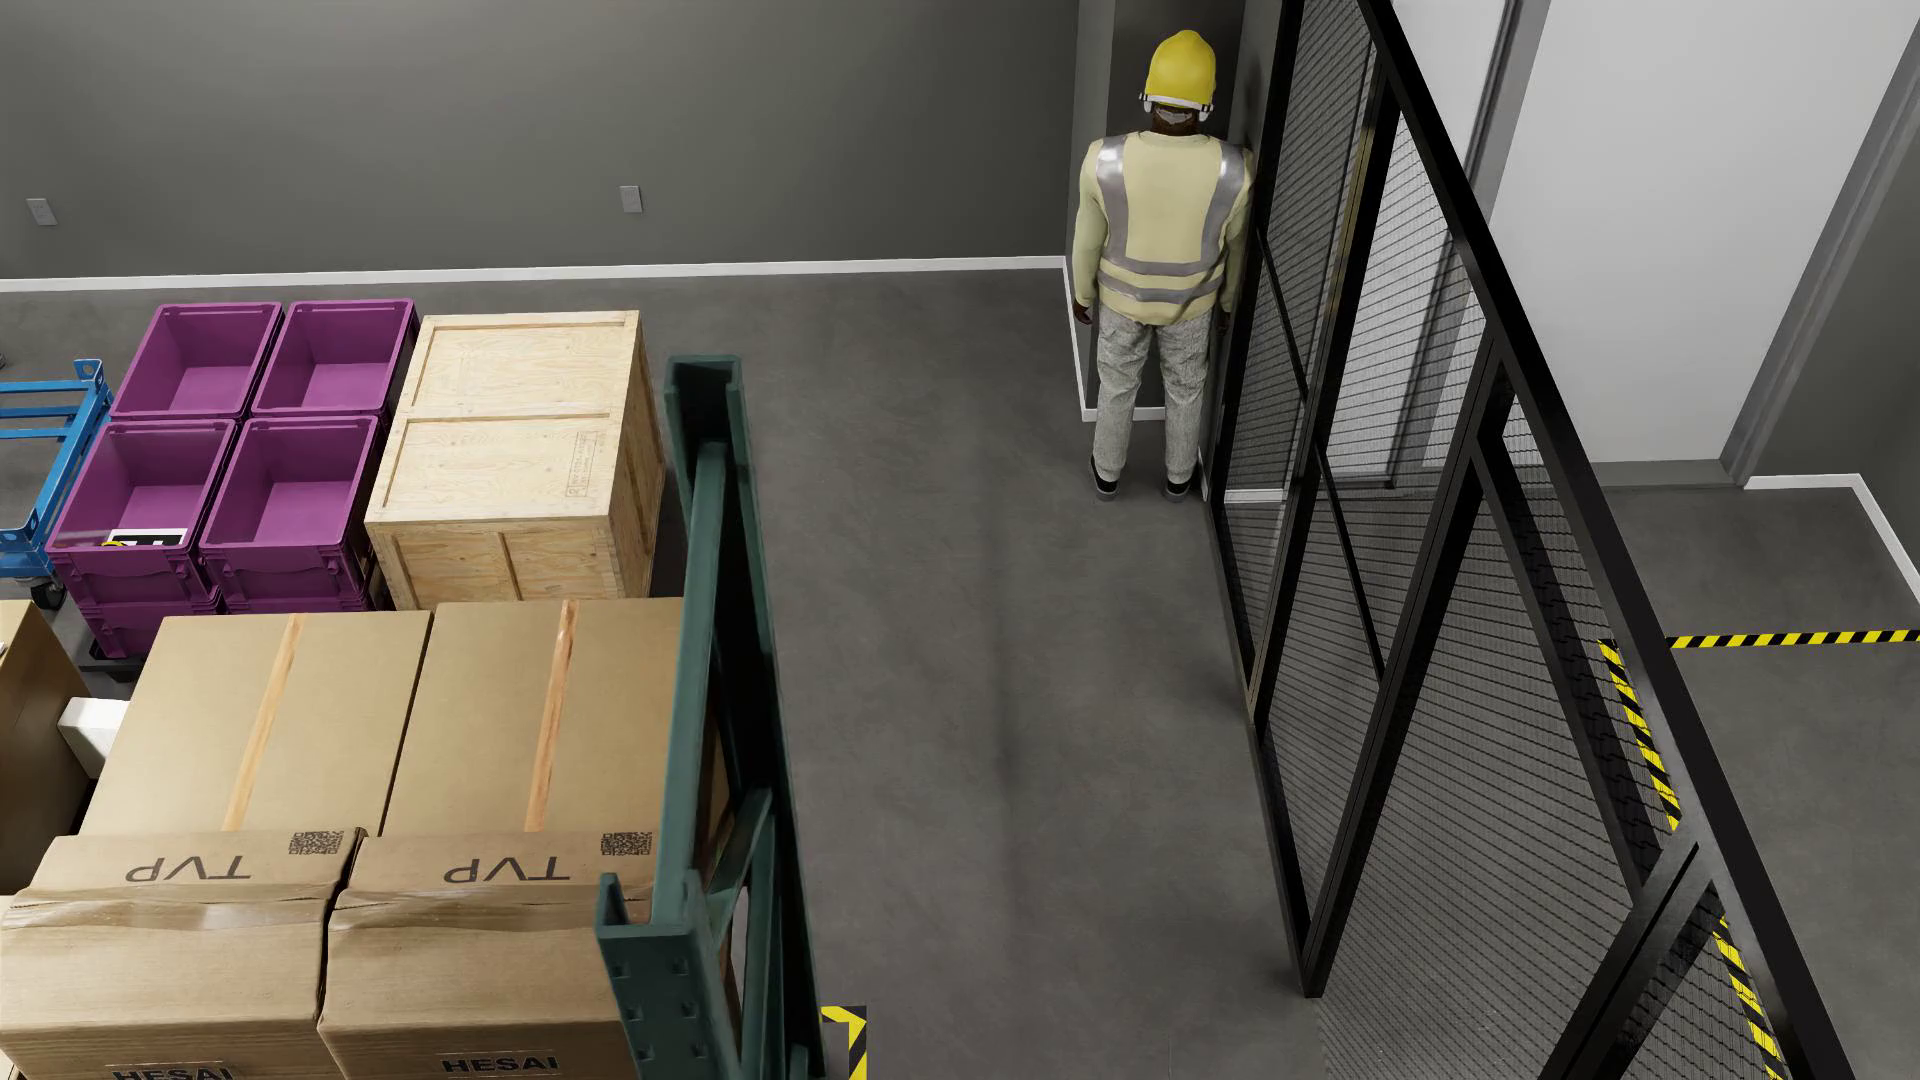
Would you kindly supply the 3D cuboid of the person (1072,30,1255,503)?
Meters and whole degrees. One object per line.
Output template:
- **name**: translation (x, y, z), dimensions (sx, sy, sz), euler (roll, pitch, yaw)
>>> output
- **person**: translation (0.677, -0.868, 5.658), dimensions (0.600, 1.829, 0.404), euler (4, 46, 4)

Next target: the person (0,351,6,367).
- **person**: translation (-4.023, -1.273, 5.972), dimensions (0.356, 1.938, 0.633), euler (-3, 46, -3)
